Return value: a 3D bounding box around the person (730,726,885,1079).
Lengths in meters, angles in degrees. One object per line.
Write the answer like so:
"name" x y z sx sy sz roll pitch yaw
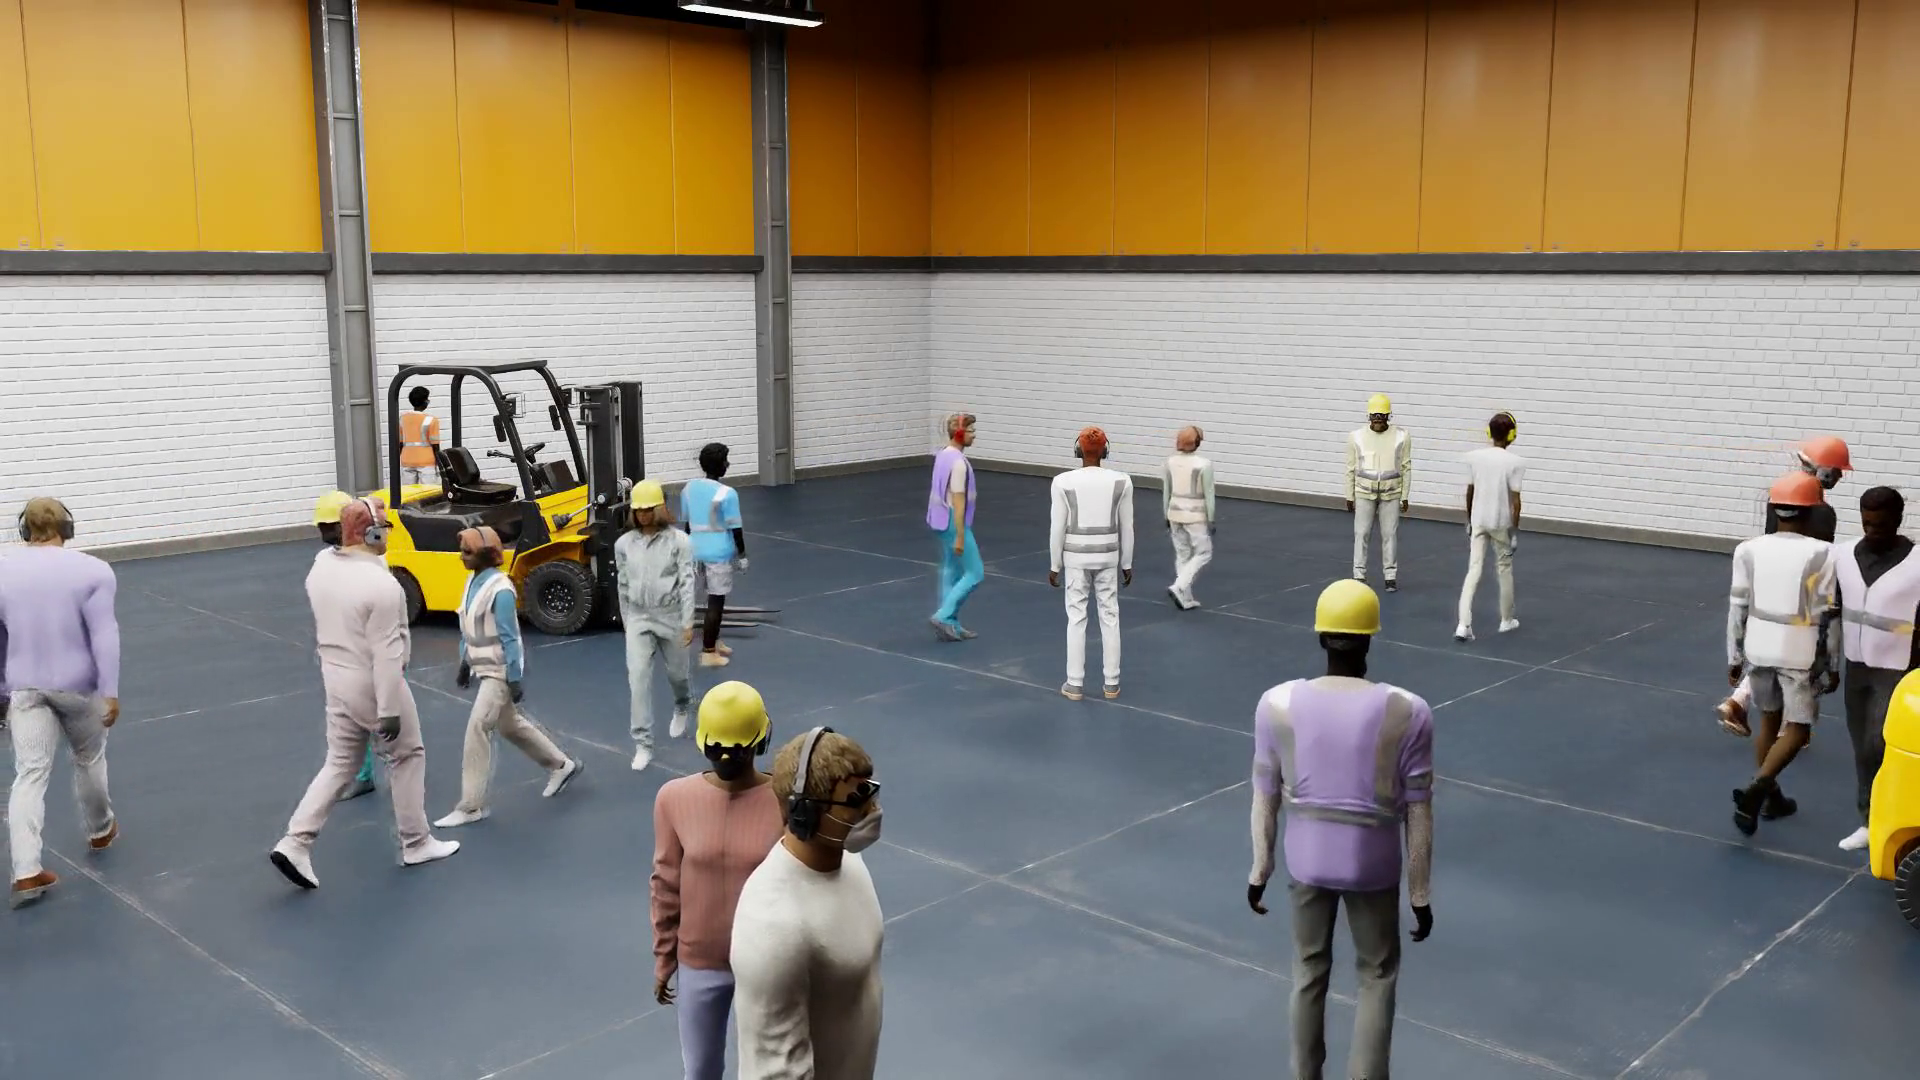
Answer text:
"person" -0.329 1.368 3.833 0.355 1.938 0.637 1 9 8

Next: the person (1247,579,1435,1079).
"person" 1.281 1.090 5.630 0.625 1.936 0.441 4 10 23

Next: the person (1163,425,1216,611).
"person" 1.933 -0.173 14.214 0.538 1.622 0.508 9 13 43

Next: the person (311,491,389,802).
"person" -3.319 0.586 9.206 0.571 1.747 0.475 4 10 25

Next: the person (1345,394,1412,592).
"person" 3.820 -0.429 15.220 0.591 1.825 0.403 2 9 12

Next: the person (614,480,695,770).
"person" -1.826 0.463 10.081 0.489 1.710 0.768 0 9 1

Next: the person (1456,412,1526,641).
"person" 4.241 -0.113 13.279 0.515 1.832 0.969 6 11 34

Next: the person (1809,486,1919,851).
"person" 4.617 0.658 8.365 0.457 1.886 0.621 -4 10 -26

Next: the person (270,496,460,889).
"person" -2.902 0.723 7.990 0.652 1.874 0.885 6 11 34

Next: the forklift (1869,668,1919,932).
"forklift" 5.205 0.723 7.013 2.313 2.155 1.214 9 13 43

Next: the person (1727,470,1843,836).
"person" 4.258 0.594 8.669 0.807 1.918 0.547 -7 12 -38

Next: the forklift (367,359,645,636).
"forklift" -3.850 -0.407 13.936 2.313 2.155 1.214 2 9 11

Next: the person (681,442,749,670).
"person" -1.770 0.108 12.353 0.547 1.675 0.572 7 12 38

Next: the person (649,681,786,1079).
"person" -0.667 1.272 4.979 0.524 1.760 0.326 0 9 2

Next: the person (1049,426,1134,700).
"person" 0.900 0.160 11.410 0.584 1.882 0.337 -1 9 -6

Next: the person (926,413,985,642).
"person" -0.029 -0.089 13.115 0.443 1.830 0.562 -3 10 -15

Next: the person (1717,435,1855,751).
"person" 5.031 0.339 10.050 0.524 1.967 0.640 -1 9 -4

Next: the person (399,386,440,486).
"person" -5.853 -0.819 18.017 0.530 1.690 0.320 3 10 17

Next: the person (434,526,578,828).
"person" -2.461 0.698 8.992 0.832 1.597 0.518 -7 11 -36

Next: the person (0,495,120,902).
"person" -4.389 0.730 8.031 0.651 1.865 1.017 -2 9 -12
